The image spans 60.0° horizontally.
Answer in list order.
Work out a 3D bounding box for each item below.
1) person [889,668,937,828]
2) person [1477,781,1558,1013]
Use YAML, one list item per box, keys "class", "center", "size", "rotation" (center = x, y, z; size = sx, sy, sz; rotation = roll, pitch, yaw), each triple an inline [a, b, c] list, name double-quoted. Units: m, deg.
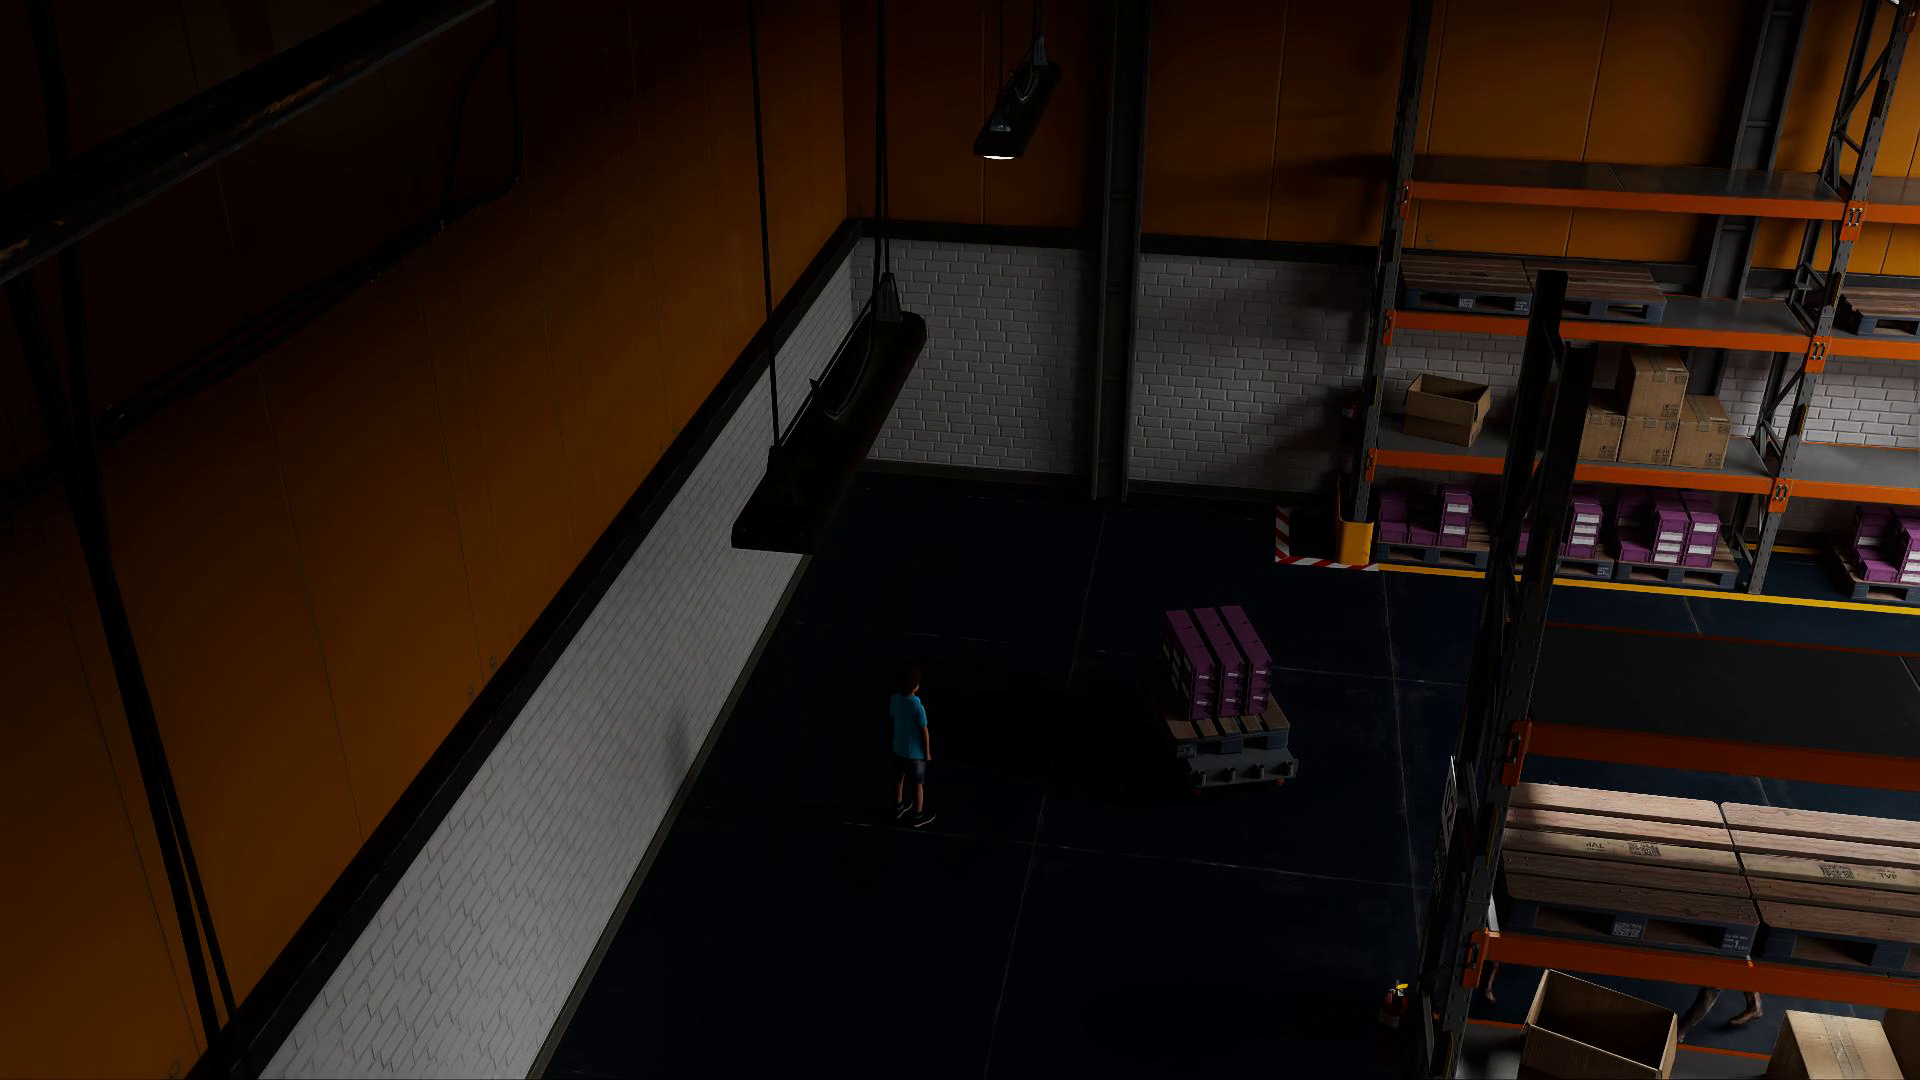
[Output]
- class: "person"
  center: [-0.415, 1.655, 13.459]
  size: [0.544, 1.449, 0.651]
  rotation: [21, 35, 33]
- class: "person"
  center: [3.848, 2.520, 11.556]
  size: [1.200, 1.753, 1.192]
  rotation: [-20, 34, -32]
